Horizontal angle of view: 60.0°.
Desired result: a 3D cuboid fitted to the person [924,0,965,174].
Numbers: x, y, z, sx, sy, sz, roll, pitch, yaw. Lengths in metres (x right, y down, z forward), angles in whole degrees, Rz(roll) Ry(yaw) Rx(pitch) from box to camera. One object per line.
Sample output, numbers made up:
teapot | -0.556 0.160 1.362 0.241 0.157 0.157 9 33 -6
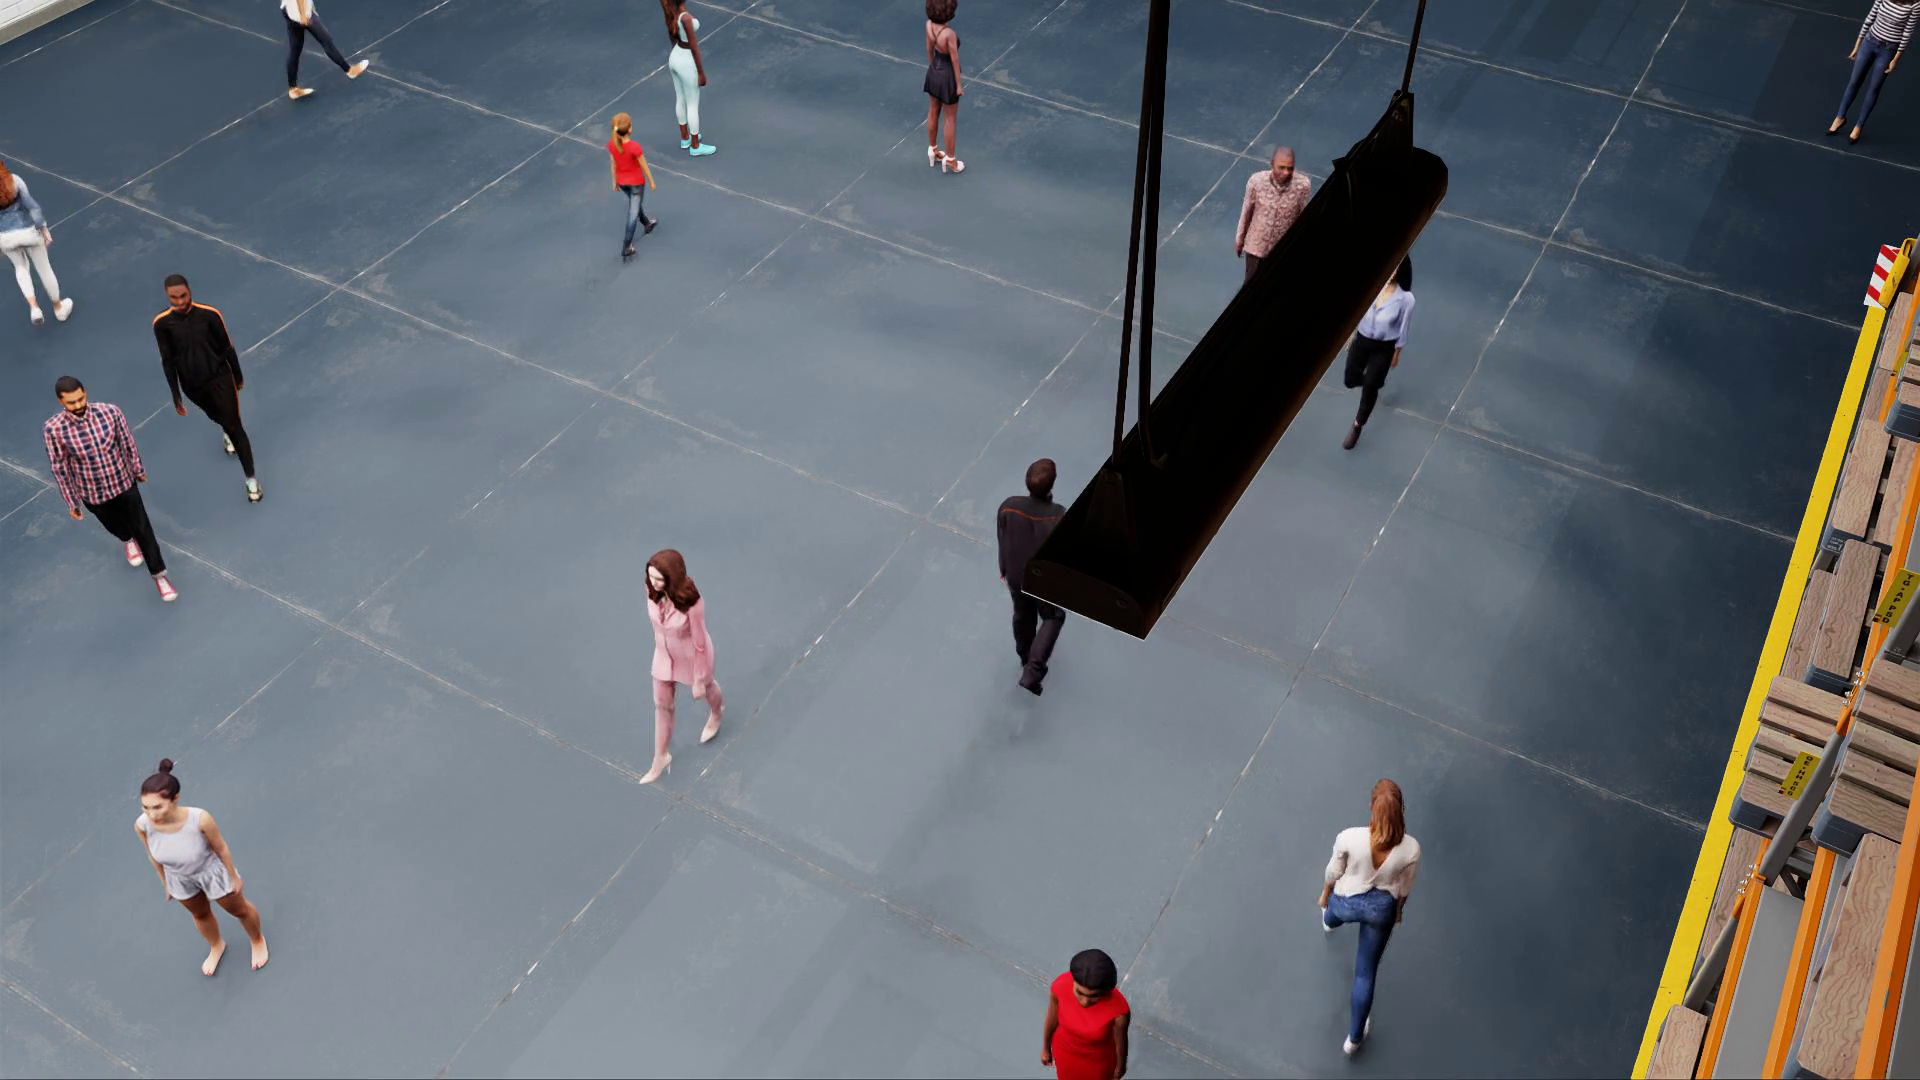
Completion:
person | -0.157 -4.240 15.377 0.624 1.790 0.615 -32 52 -29

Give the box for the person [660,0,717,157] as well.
person | -2.585 -4.457 15.653 0.634 1.725 0.628 -30 51 -28

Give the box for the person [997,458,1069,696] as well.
person | 0.455 0.277 10.612 0.822 1.823 0.982 13 45 14

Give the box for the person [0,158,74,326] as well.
person | -7.693 -2.440 13.559 0.846 1.691 0.908 -9 44 -9

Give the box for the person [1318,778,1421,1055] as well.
person | 2.135 2.043 8.884 0.887 1.648 1.286 11 45 11

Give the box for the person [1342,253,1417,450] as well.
person | 3.173 -1.478 12.521 0.710 1.731 0.876 28 50 26

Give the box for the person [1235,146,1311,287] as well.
person | 2.504 -2.473 13.531 0.967 1.778 1.100 4 44 4

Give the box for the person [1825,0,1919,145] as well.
person | 8.715 -4.625 15.777 0.583 1.797 0.631 -31 52 -29

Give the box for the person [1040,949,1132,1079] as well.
person | 0.657 2.492 8.354 0.617 1.731 0.799 18 46 18

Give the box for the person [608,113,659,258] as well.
person | -2.901 -3.079 14.527 0.564 1.282 0.922 15 46 16

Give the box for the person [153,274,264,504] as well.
person | -5.543 -1.218 12.224 1.188 1.763 1.213 -13 45 -13

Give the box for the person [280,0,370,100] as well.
person | -6.597 -5.160 16.377 0.762 1.743 1.144 33 53 30

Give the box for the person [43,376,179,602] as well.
person | -5.883 -0.425 11.417 1.178 1.730 1.111 -23 48 -22

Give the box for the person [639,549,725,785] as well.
person | -1.634 0.660 10.249 0.629 1.769 0.984 22 48 21

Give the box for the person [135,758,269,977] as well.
person | -4.182 1.821 9.151 0.666 1.602 0.702 -3 44 -3
